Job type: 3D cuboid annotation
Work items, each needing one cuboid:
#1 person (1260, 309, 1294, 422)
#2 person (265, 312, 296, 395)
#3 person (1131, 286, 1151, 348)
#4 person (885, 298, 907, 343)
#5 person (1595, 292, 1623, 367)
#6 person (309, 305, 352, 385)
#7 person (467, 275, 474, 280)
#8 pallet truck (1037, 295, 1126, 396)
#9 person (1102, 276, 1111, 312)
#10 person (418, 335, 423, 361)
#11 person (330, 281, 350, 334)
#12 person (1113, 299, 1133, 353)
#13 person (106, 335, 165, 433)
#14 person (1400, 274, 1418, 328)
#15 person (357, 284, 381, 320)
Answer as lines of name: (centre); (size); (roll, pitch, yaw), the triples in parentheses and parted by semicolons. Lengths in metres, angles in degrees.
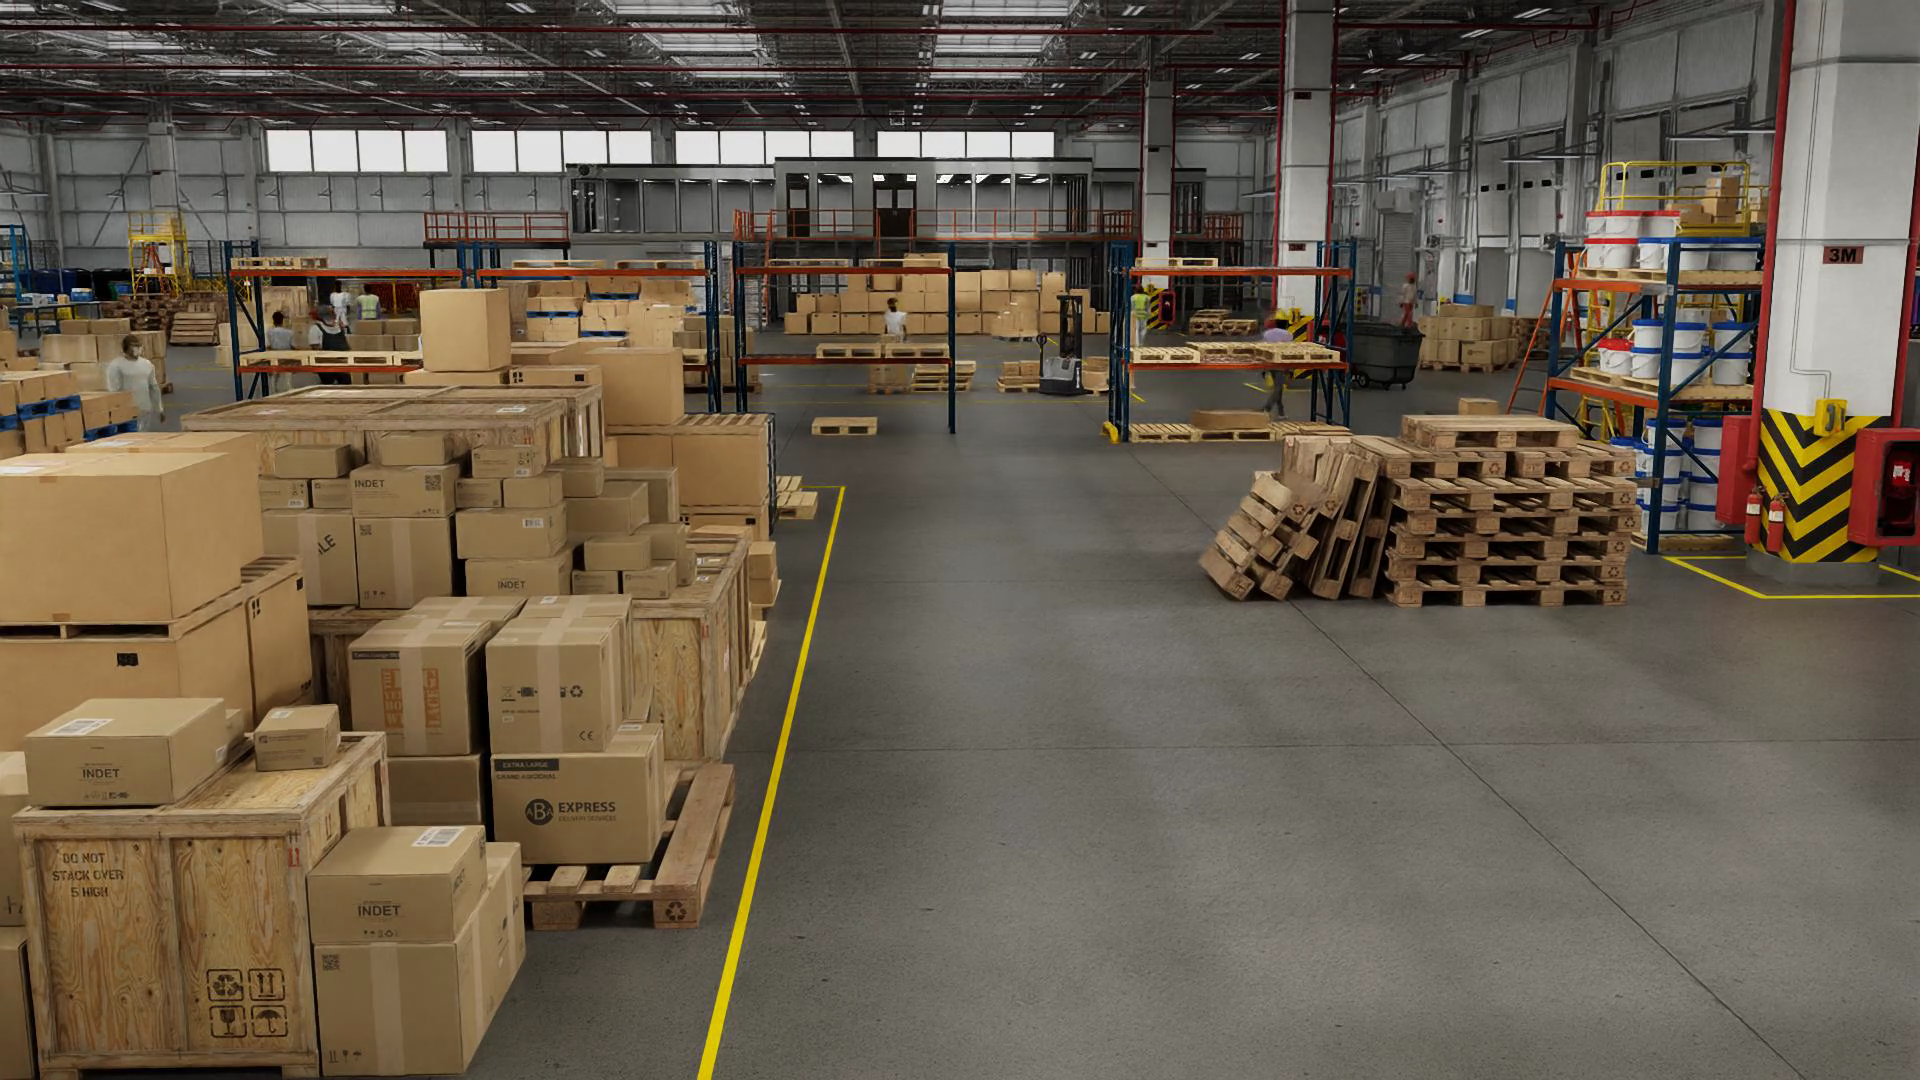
person: (5.361, -2.957, 28.208); (0.855, 1.905, 0.600); (-8, 13, -39)
person: (-11.807, -3.042, 28.893); (0.564, 1.816, 0.980); (-8, 13, -38)
person: (5.061, -6.279, 47.006); (0.639, 1.797, 0.945); (0, 10, 2)
person: (-1.360, -4.303, 35.899); (0.598, 1.830, 0.651); (4, 11, 19)
person: (15.023, -4.823, 38.612); (0.588, 1.893, 0.899); (-2, 10, -13)
person: (-10.714, -3.060, 28.368); (0.693, 2.000, 0.731); (9, 14, 42)
person: (-20.322, -10.216, 68.775); (0.507, 1.847, 0.344); (-2, 10, -10)
pallet truck: (2.483, -3.881, 33.060); (1.885, 1.965, 0.823); (-7, 13, -36)
person: (6.266, -10.592, 70.765); (0.355, 1.884, 0.575); (-3, 11, -15)
person: (-8.323, -2.650, 26.518); (0.585, 1.883, 0.343); (2, 10, 10)
person: (-17.792, -6.453, 47.624); (0.616, 1.913, 0.996); (1, 10, 6)
person: (3.389, -4.142, 34.680); (0.356, 1.938, 0.638); (8, 13, 38)
person: (-10.250, -1.614, 20.758); (1.009, 1.885, 0.647); (4, 11, 22)
person: (15.437, -8.166, 57.167); (0.619, 1.922, 1.039); (-5, 11, -25)
person: (-16.081, -6.028, 45.322); (0.598, 1.891, 0.753); (-3, 11, -17)
